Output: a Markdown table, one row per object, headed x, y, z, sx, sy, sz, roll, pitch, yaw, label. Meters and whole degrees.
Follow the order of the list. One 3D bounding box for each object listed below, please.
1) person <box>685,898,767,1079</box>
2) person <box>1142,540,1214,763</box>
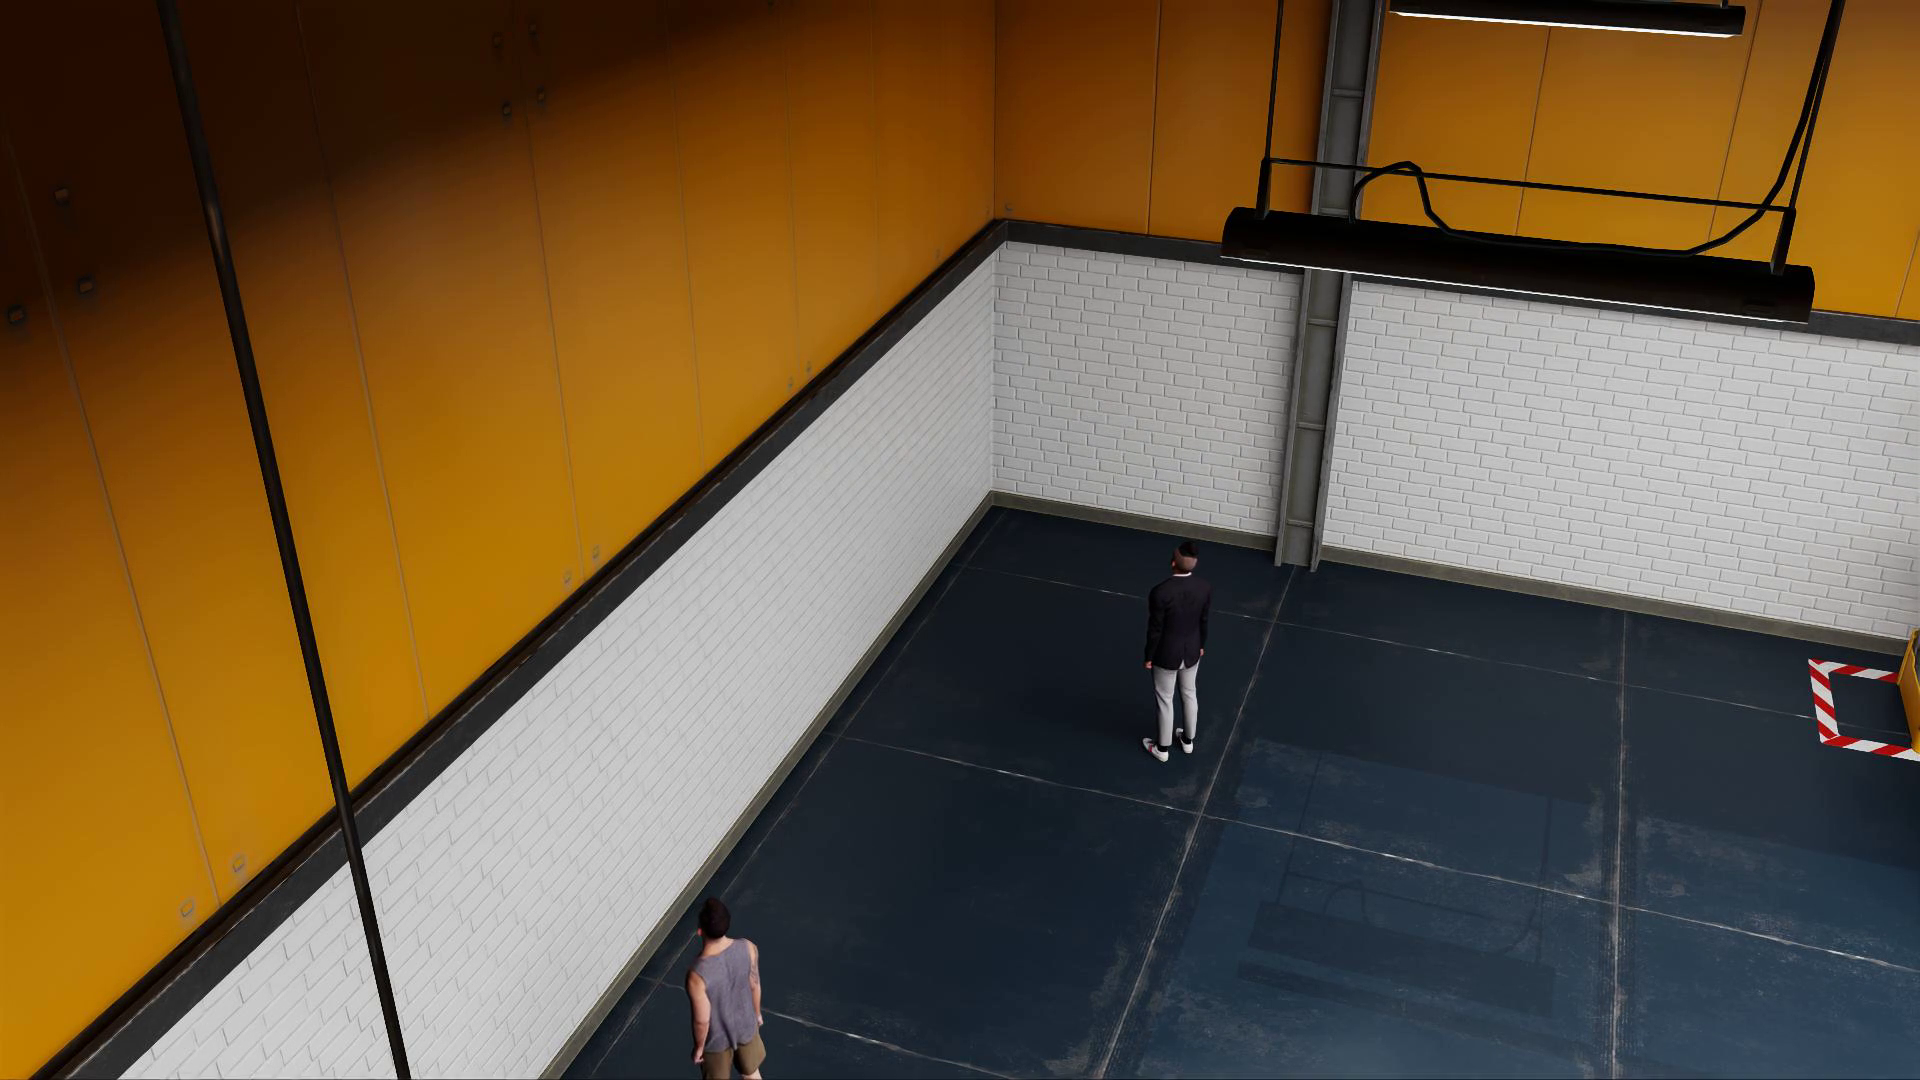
| x | y | z | sx | sy | sz | roll | pitch | yaw | label |
| --- | --- | --- | --- | --- | --- | --- | --- | --- | --- |
| -1.332 | 2.791 | 9.519 | 0.725 | 1.847 | 0.747 | -22 | 35 | -34 | person |
| 1.694 | 0.837 | 12.932 | 0.781 | 1.950 | 0.847 | -12 | 31 | -20 | person |
